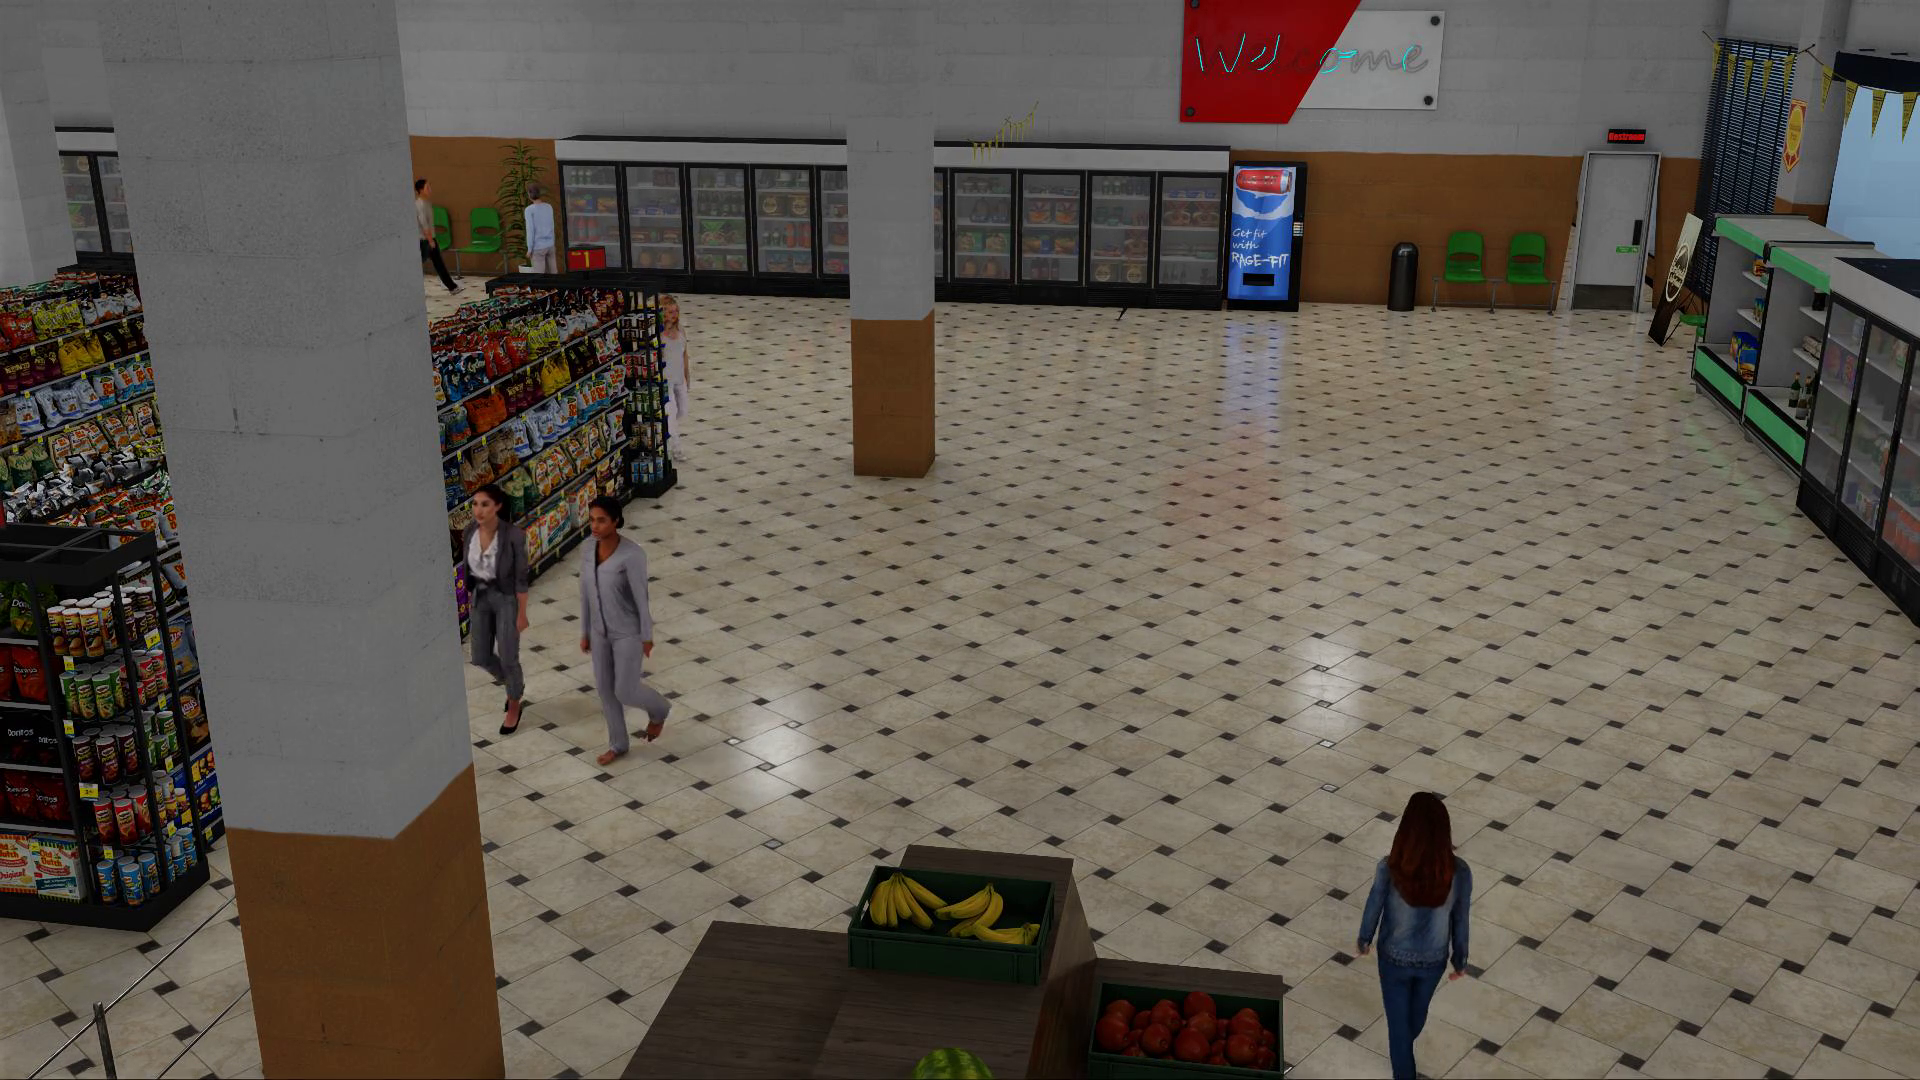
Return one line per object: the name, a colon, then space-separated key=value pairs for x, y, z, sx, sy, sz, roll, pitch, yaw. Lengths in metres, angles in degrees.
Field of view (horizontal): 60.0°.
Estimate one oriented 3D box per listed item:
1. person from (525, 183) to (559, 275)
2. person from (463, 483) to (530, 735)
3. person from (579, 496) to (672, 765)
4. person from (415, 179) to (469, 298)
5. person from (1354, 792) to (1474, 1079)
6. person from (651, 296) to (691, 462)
person: x=-6.007 y=-4.188 z=23.958 sx=0.809 sy=1.889 sz=0.688 roll=14 pitch=23 yaw=36
person: x=-2.910 y=0.413 z=10.671 sx=0.666 sy=1.662 sz=0.685 roll=6 pitch=20 yaw=18
person: x=-2.052 y=0.527 z=10.247 sx=0.770 sy=1.715 sz=0.869 roll=12 pitch=22 yaw=31
person: x=-8.155 y=-4.498 z=25.072 sx=0.884 sy=1.765 sz=1.111 roll=-1 pitch=19 yaw=-2
person: x=1.903 y=1.783 z=6.932 sx=0.670 sy=1.454 sz=0.937 roll=0 pitch=19 yaw=0
person: x=-2.966 y=-1.635 z=16.752 sx=0.925 sy=1.655 sz=0.939 roll=-16 pitch=25 yaw=-40
